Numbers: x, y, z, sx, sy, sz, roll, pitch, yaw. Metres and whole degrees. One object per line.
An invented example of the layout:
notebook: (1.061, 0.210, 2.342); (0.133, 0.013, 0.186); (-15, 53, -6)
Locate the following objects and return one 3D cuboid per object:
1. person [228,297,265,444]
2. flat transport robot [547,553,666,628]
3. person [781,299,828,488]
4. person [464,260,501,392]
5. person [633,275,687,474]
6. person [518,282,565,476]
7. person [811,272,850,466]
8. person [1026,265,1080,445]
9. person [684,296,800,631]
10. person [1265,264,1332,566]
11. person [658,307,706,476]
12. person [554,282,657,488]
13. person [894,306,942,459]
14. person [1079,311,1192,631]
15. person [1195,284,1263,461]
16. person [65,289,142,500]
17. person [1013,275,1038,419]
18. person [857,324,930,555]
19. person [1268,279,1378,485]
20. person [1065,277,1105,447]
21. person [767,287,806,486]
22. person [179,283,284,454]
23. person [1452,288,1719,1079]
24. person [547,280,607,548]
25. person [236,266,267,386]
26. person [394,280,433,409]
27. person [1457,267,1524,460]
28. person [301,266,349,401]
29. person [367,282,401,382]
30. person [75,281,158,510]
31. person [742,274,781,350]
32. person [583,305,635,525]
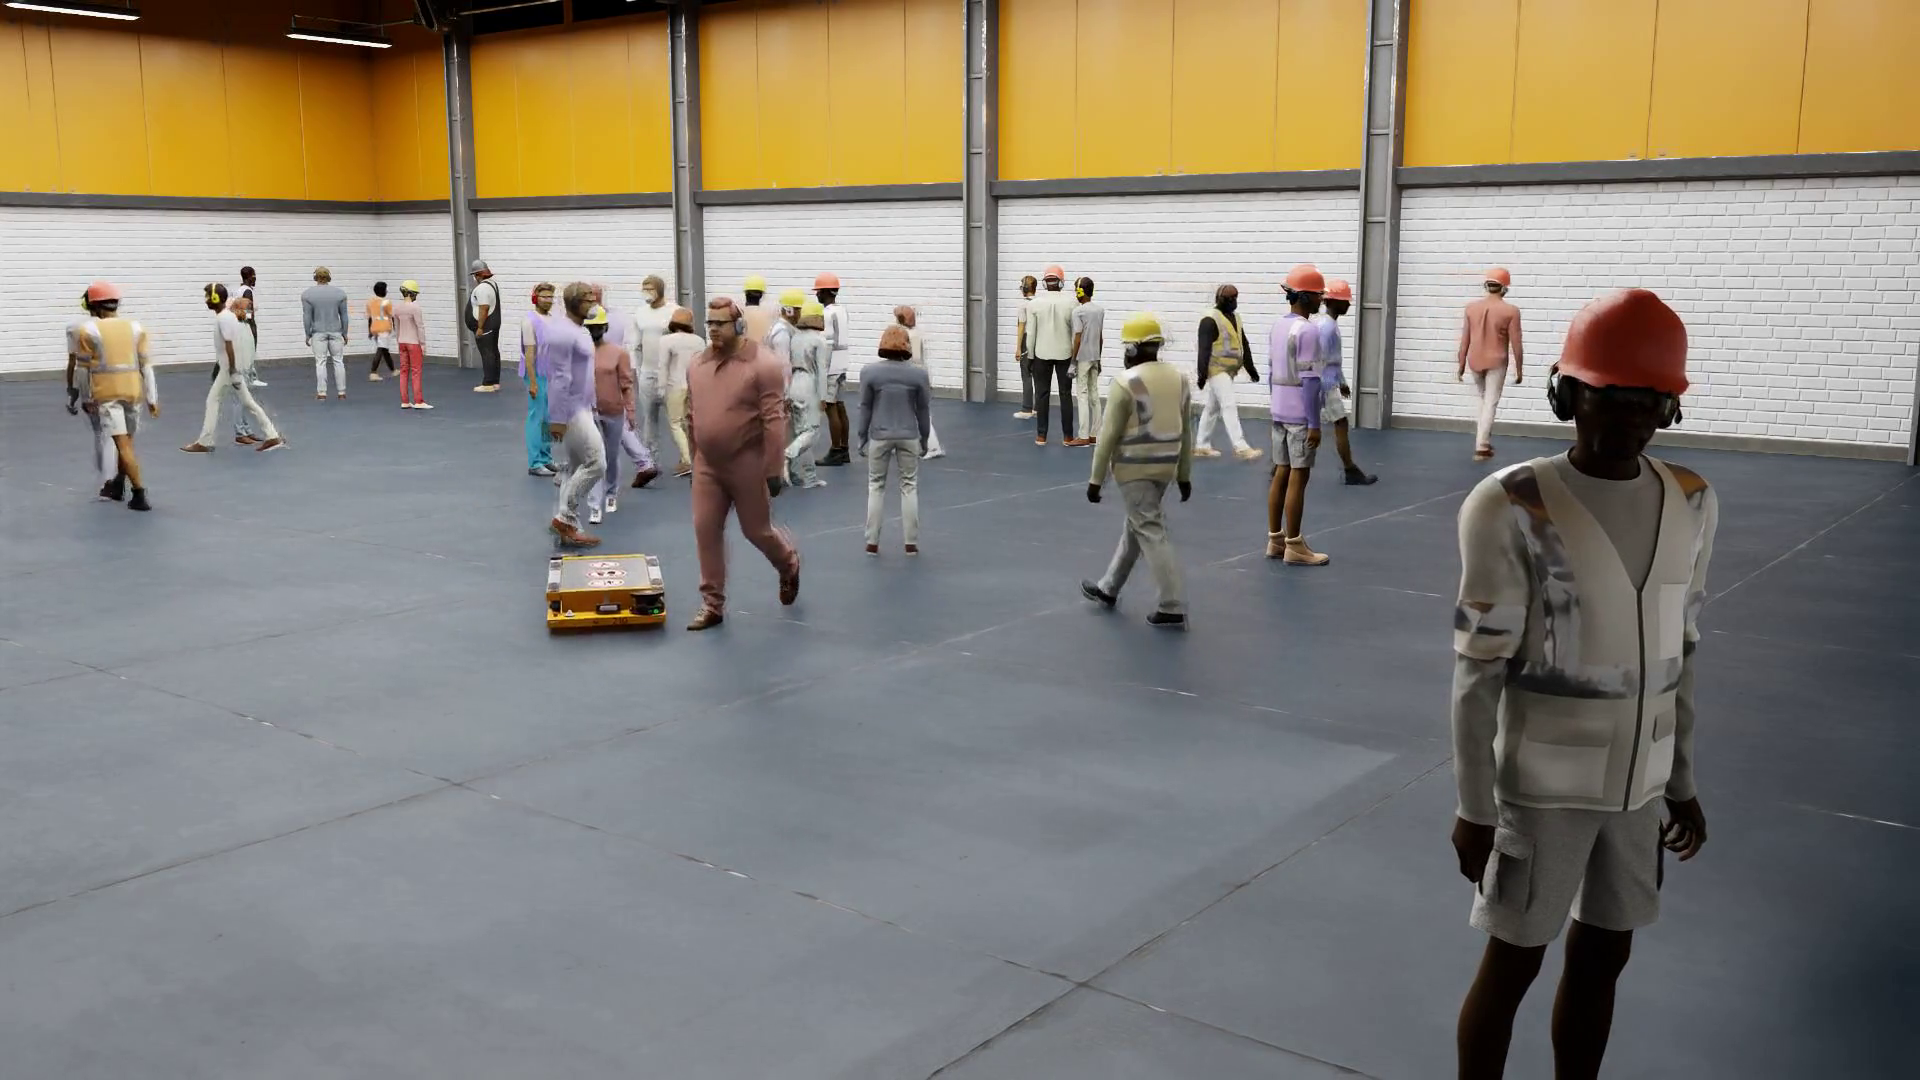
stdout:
person: (-8.004, -1.893, 18.607); (0.278, 1.633, 0.498); (-1, 10, -5)
flat transport robot: (-2.119, 0.278, 9.930); (0.652, 0.197, 1.431); (-2, 10, -12)
person: (-1.450, -1.284, 14.831); (0.502, 1.708, 0.730); (8, 13, 39)
person: (-7.372, -3.311, 25.680); (0.536, 2.000, 0.672); (0, 10, 2)
person: (-2.885, -1.602, 16.159); (0.653, 1.913, 0.789); (4, 11, 24)
person: (-4.015, -1.541, 15.951); (0.394, 1.841, 0.564); (2, 10, 11)
person: (-1.311, -1.707, 16.645); (0.373, 1.935, 0.552); (3, 10, 17)
person: (1.042, -2.035, 18.414); (0.608, 1.984, 0.397); (1, 10, 5)
person: (-1.264, -0.457, 9.555); (0.650, 1.880, 0.833); (4, 11, 24)
person: (2.313, -0.846, 11.325); (0.374, 2.043, 0.614); (-2, 10, -14)
person: (-2.620, -1.409, 15.919); (0.522, 1.621, 0.449); (-8, 13, -39)
person: (-3.199, -1.386, 14.972); (0.938, 1.869, 0.641); (4, 11, 24)
person: (-0.542, -1.629, 17.234); (0.907, 1.592, 0.509); (4, 11, 24)
person: (1.000, -0.405, 9.512); (0.618, 1.780, 0.917); (-9, 13, -41)
person: (2.793, -1.708, 17.063); (0.919, 1.796, 0.642); (6, 12, 32)
person: (-7.468, -1.294, 14.545); (0.546, 1.823, 0.935); (-2, 10, -13)
person: (0.912, -2.480, 21.439); (0.336, 1.841, 0.508); (9, 13, 41)
person: (-0.462, -0.696, 11.665); (0.508, 1.627, 0.289); (-1, 10, -6)
person: (3.319, -1.438, 15.260); (0.989, 1.891, 0.552); (1, 10, 6)
person: (1.375, -1.953, 18.291); (0.329, 1.865, 0.508); (9, 13, 42)
person: (-1.561, -1.387, 15.142); (0.425, 1.813, 0.622); (0, 10, -1)
person: (-7.759, -1.816, 17.678); (1.018, 1.813, 0.485); (-1, 10, -9)
person: (1.317, 0.502, 3.481); (0.615, 2.039, 0.386); (-3, 10, -19)
person: (-2.719, -0.882, 11.868); (0.446, 1.923, 0.647); (0, 10, -1)
person: (-11.428, -3.426, 26.710); (0.376, 1.915, 0.600); (-6, 12, -33)
person: (-7.479, -2.659, 22.700); (0.522, 1.764, 0.318); (5, 11, 29)
person: (5.541, -1.820, 17.187); (0.729, 1.970, 0.660); (-9, 13, -42)
person: (-9.116, -2.958, 23.924); (0.631, 1.940, 0.372); (-6, 11, -31)
person: (-9.614, -3.482, 27.795); (0.539, 1.647, 0.883); (6, 11, 31)
person: (-7.071, -1.207, 13.879); (0.980, 1.880, 0.542); (8, 12, 38)
person: (-2.045, -1.677, 16.533); (0.617, 1.910, 0.465); (-5, 11, -28)
person: (-2.872, -1.025, 13.309); (0.535, 1.720, 0.893); (-2, 10, -11)
